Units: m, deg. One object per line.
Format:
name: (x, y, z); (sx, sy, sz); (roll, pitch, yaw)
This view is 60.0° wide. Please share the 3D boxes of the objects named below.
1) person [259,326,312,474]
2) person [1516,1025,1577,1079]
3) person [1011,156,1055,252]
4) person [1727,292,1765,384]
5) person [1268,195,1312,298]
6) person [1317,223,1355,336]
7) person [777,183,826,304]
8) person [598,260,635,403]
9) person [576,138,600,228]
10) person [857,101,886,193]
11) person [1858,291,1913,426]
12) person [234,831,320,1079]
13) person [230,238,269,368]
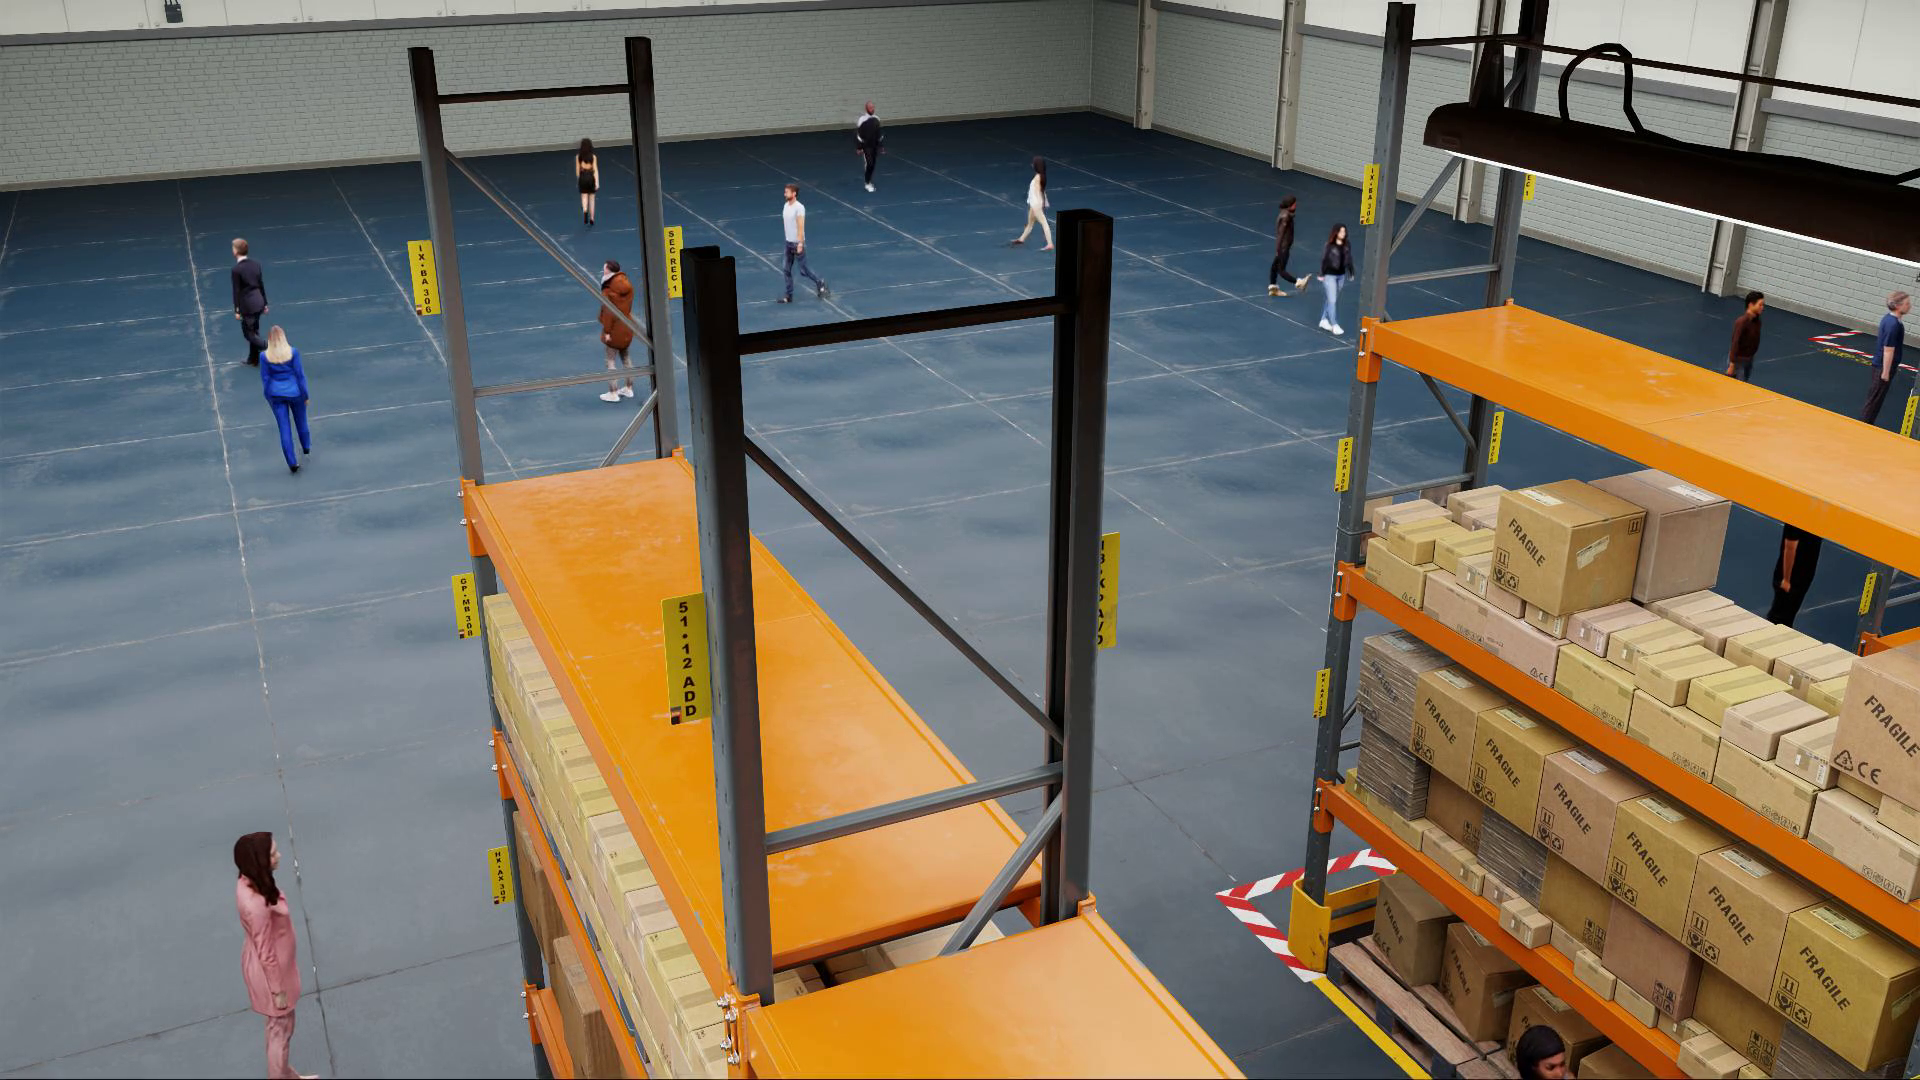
person: (-7.693, -1.577, 18.979); (0.767, 1.671, 1.067); (-6, 24, -14)
person: (2.729, 3.040, 8.147); (0.578, 1.653, 1.148); (-12, 26, -25)
person: (1.216, -5.875, 29.154); (1.023, 1.618, 1.050); (-16, 28, -33)
person: (9.420, -2.168, 20.248); (0.752, 1.767, 0.817); (-17, 29, -35)
person: (5.198, -4.575, 26.056); (0.961, 1.650, 0.927); (12, 26, 27)
person: (5.447, -3.857, 24.421); (0.663, 1.610, 0.926); (-10, 25, -22)
person: (-2.492, -4.616, 25.905); (1.110, 1.844, 0.953); (21, 31, 40)
person: (-4.375, -2.700, 21.411); (0.908, 1.835, 0.867); (13, 27, 29)
person: (-6.921, -6.601, 30.837); (0.739, 1.637, 0.876); (-1, 23, -3)
person: (-1.910, -8.103, 34.152); (0.763, 1.807, 0.850); (-18, 29, -36)
person: (11.030, -2.055, 19.849); (0.754, 1.871, 0.736); (12, 26, 26)
person: (-3.896, 2.434, 9.384); (0.653, 1.799, 0.455); (-10, 25, -22)
person: (-9.603, -3.184, 22.602); (1.161, 1.795, 1.076); (10, 25, 22)
